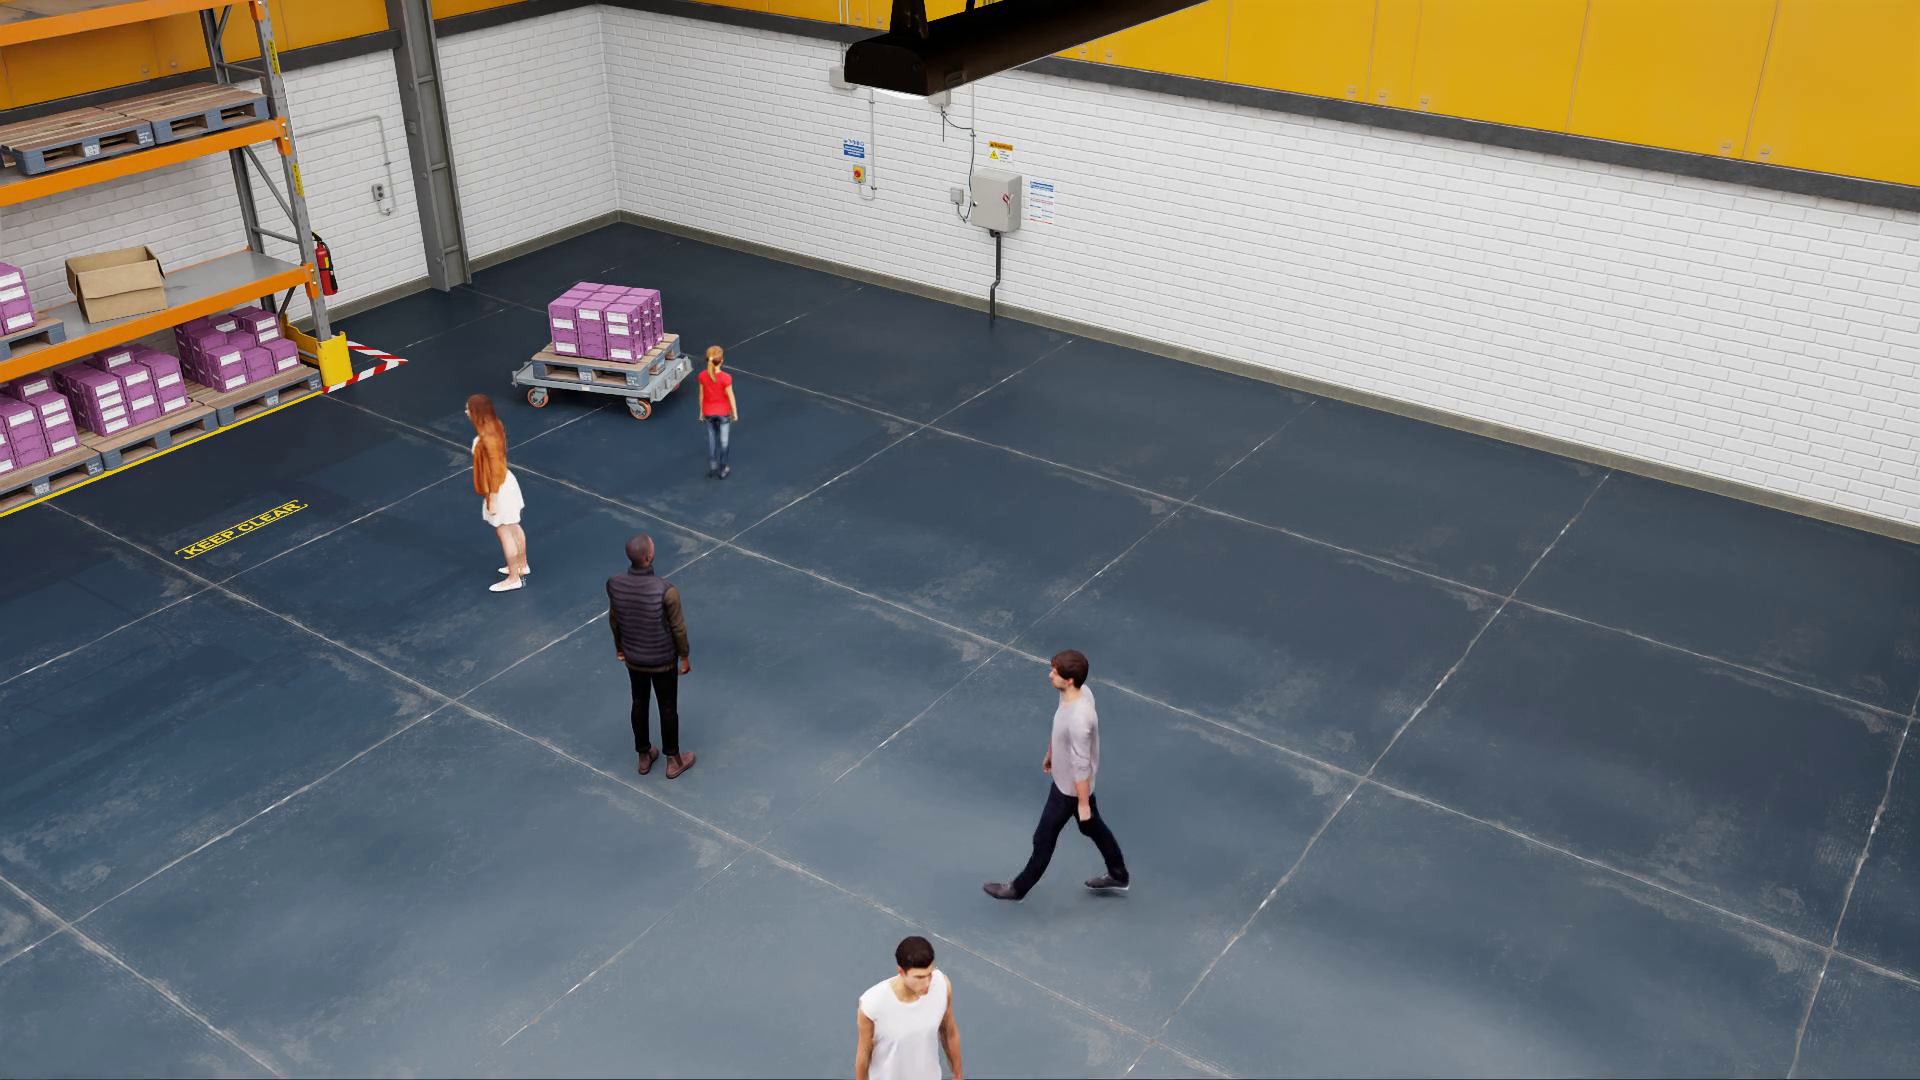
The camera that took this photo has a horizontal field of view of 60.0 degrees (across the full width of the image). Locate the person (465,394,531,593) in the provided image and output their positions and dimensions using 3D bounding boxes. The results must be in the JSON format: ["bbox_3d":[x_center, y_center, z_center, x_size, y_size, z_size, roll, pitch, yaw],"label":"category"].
[{"bbox_3d":[-3.741,-0.413,13.571,0.773,1.720,0.712,-4,29,-7],"label":"person"}]

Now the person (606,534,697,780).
[{"bbox_3d":[-2.102,0.781,11.262,0.761,1.835,0.681,8,30,15],"label":"person"}]

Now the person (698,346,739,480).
[{"bbox_3d":[-2.265,-1.148,15.360,0.581,1.297,0.618,4,29,8],"label":"person"}]

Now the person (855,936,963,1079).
[{"bbox_3d":[-0.295,2.555,8.083,0.940,1.765,0.940,-14,32,-25],"label":"person"}]

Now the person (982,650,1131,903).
[{"bbox_3d":[0.769,1.469,10.045,1.177,1.792,1.214,1,29,1],"label":"person"}]
